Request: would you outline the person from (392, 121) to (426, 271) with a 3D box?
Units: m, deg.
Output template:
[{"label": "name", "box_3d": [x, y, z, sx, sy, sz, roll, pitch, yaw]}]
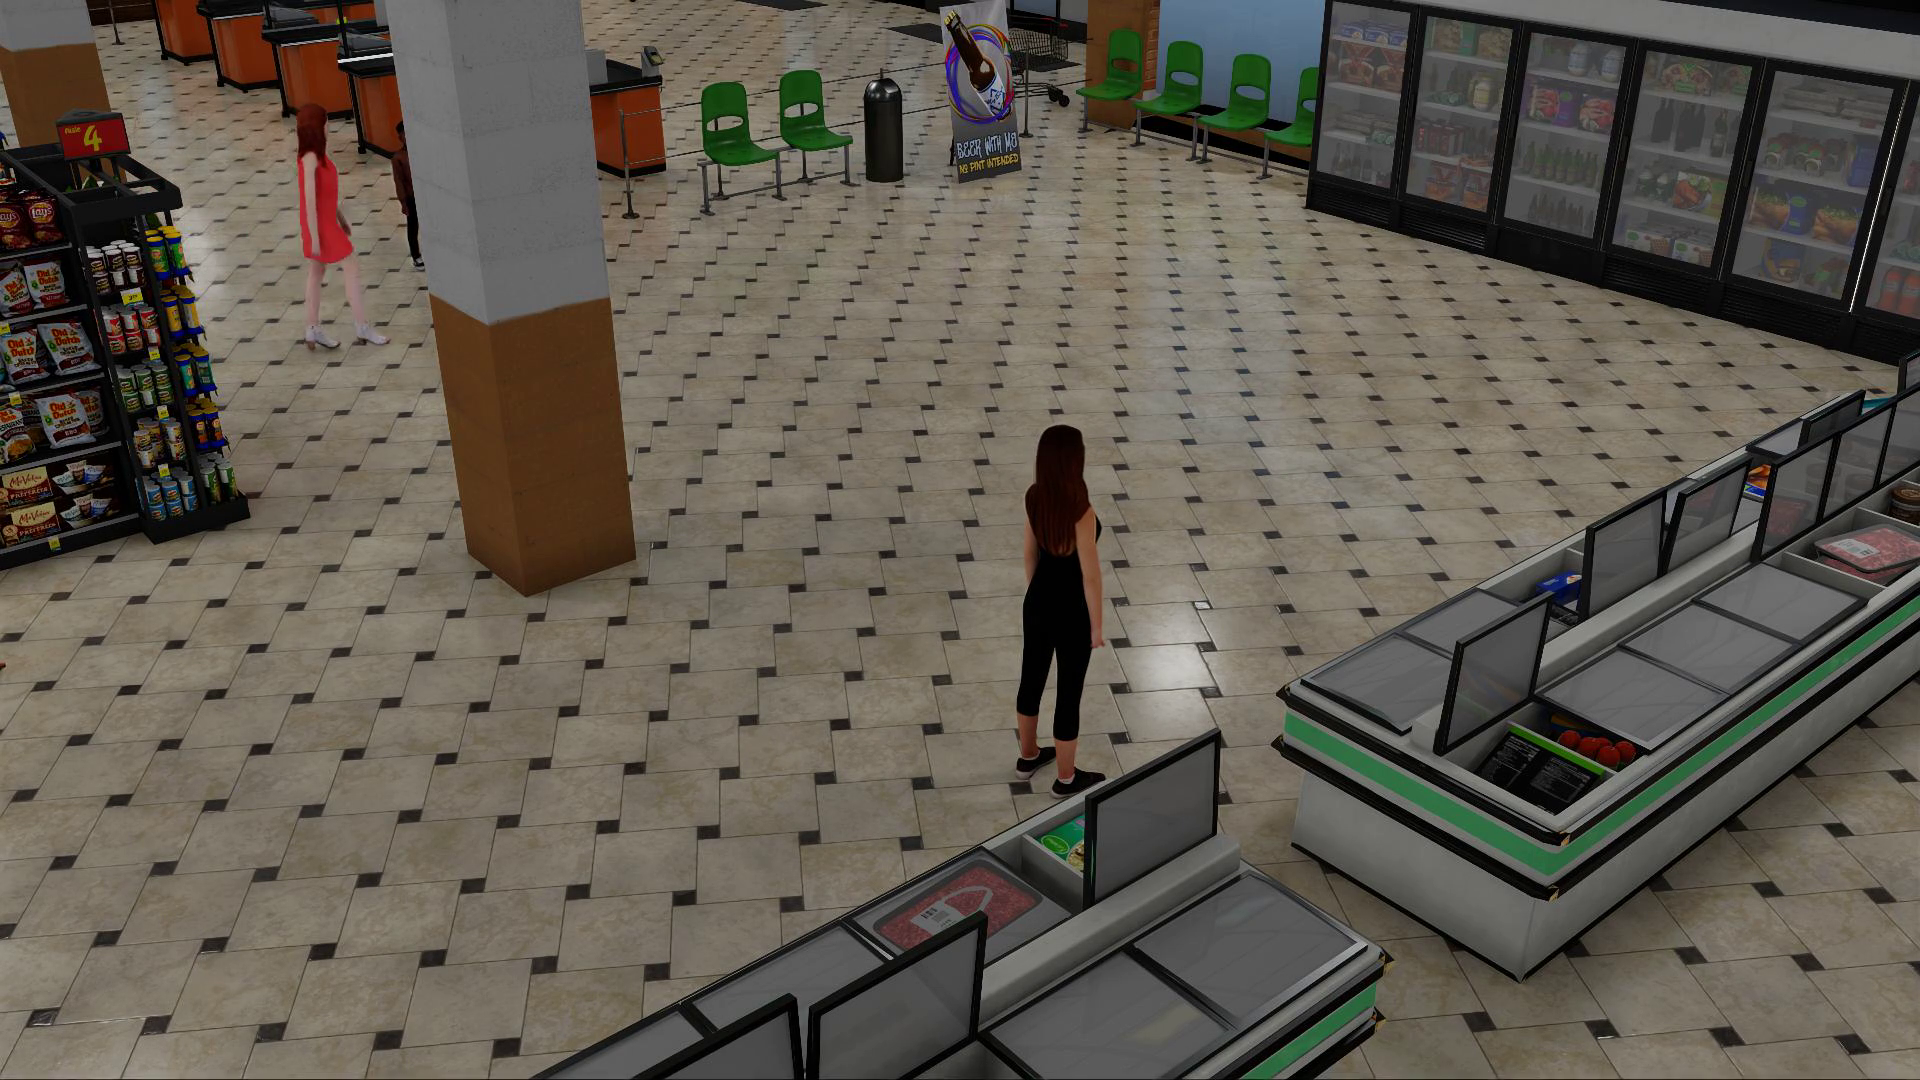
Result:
[{"label": "person", "box_3d": [-4.569, -2.912, 14.009, 0.587, 1.253, 0.432, 24, 35, 38]}]

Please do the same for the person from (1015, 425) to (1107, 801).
[{"label": "person", "box_3d": [0.414, 0.308, 7.136, 0.501, 1.726, 0.561, -22, 34, -37]}]

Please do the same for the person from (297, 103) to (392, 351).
[{"label": "person", "box_3d": [-4.726, -2.224, 12.050, 0.904, 1.800, 0.744, -10, 29, -19]}]
